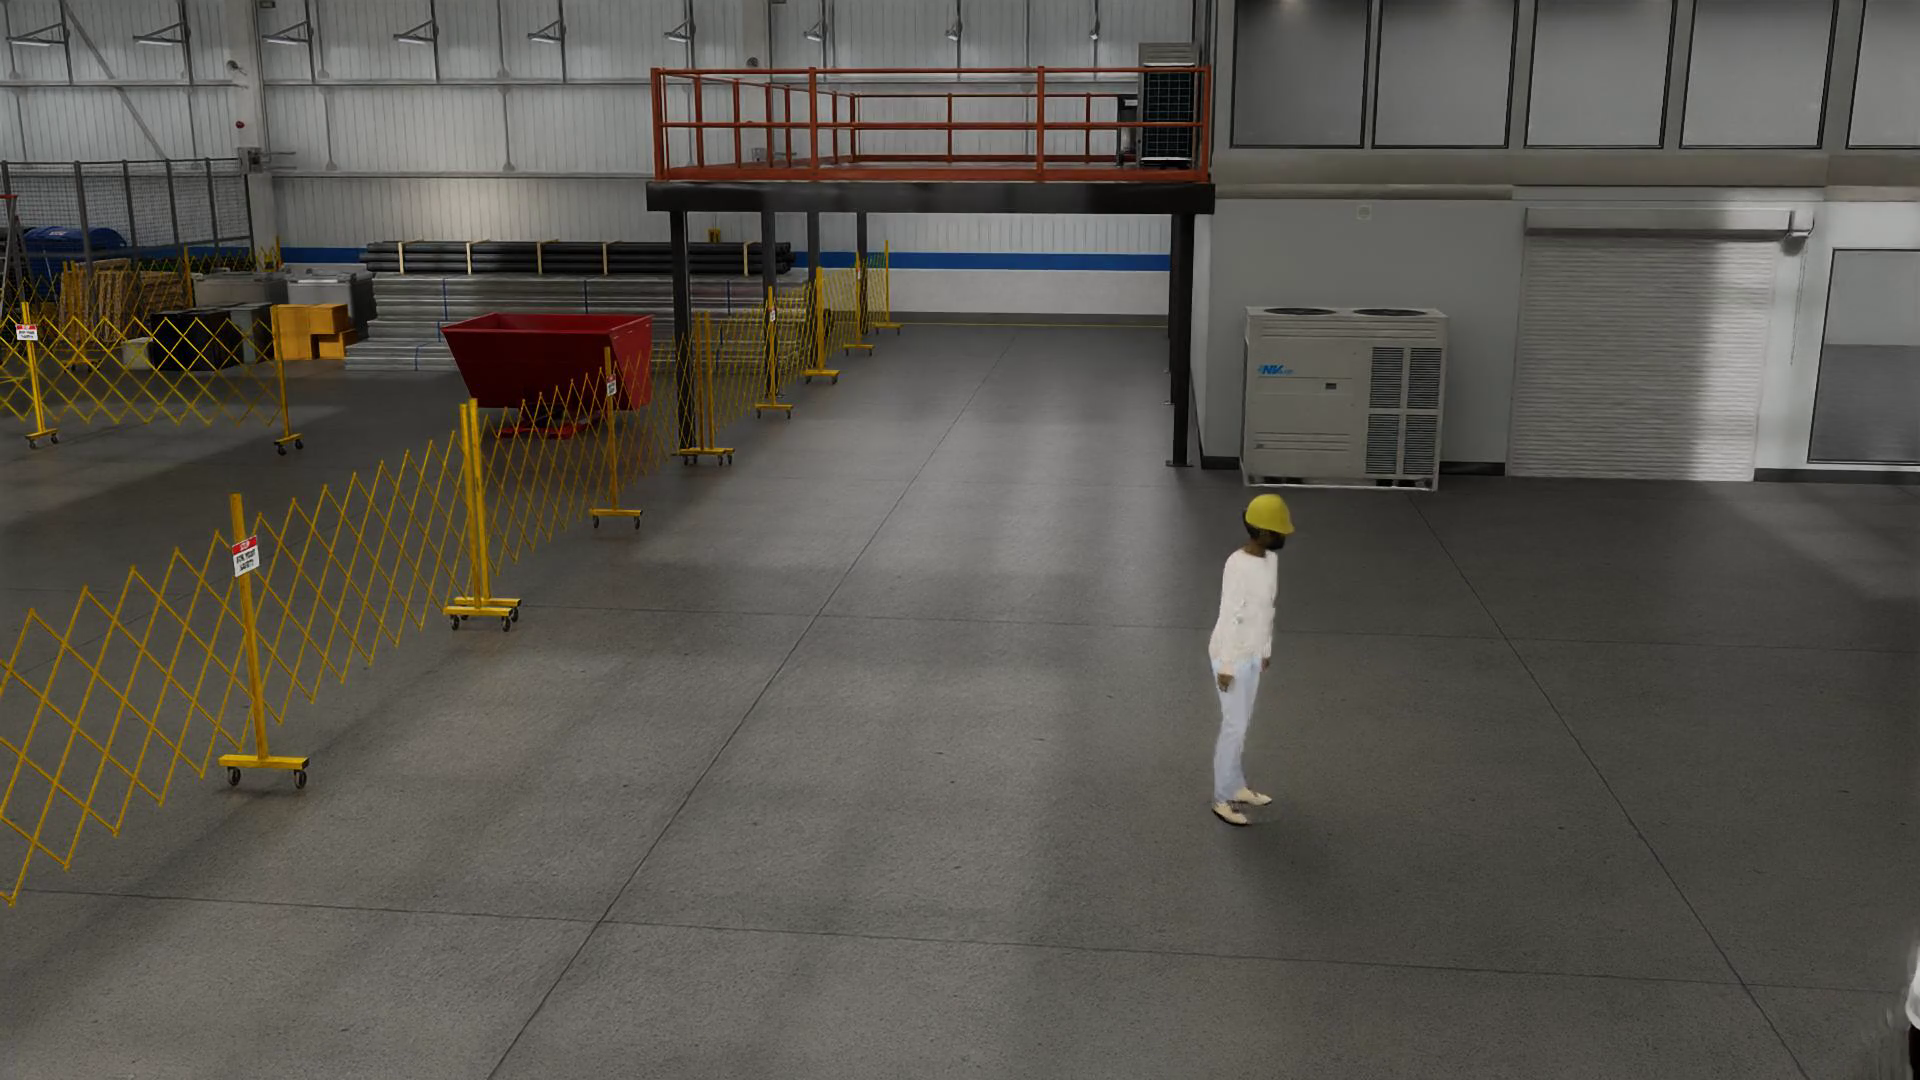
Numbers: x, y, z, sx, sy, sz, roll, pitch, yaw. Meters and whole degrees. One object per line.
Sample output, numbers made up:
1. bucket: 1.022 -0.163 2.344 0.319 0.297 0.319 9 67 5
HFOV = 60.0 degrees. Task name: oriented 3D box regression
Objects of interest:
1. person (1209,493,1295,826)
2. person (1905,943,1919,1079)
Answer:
1. person: 1.496 0.613 8.631 0.389 1.751 0.609 10 17 34
2. person: 2.793 1.576 4.355 0.985 1.912 0.625 -12 18 -39
